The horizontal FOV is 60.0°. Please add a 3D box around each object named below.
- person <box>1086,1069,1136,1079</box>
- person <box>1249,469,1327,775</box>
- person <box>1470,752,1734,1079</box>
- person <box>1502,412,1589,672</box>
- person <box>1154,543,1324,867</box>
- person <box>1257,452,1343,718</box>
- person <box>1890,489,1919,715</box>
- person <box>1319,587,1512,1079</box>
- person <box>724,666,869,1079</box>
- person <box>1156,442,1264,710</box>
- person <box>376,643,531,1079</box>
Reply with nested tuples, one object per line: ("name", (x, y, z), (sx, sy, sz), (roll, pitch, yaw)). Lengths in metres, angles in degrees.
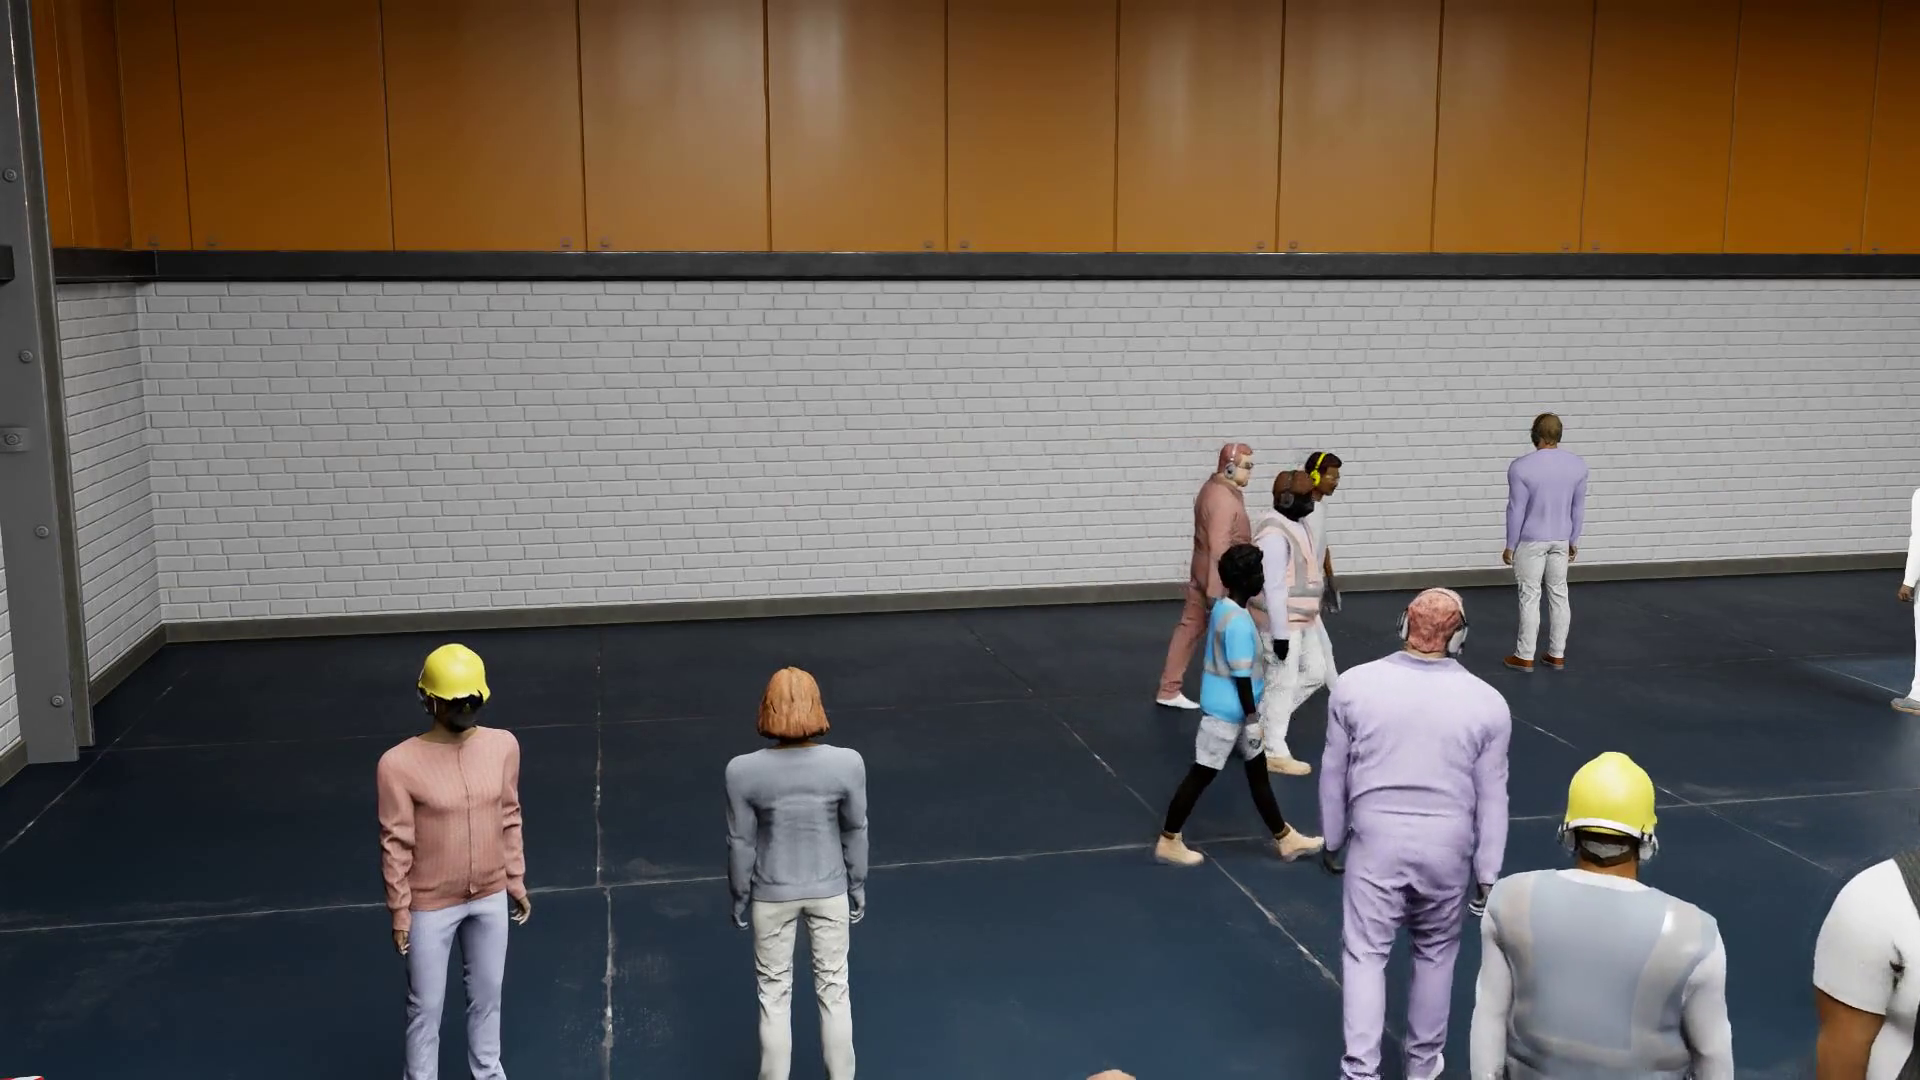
("person", (0.199, 1.706, 3.091), (0.604, 1.594, 0.536), (4, 10, 21))
("person", (1.943, 0.486, 9.860), (0.455, 1.827, 0.657), (4, 10, 24))
("person", (1.640, 1.426, 4.272), (0.611, 1.786, 0.922), (6, 11, 33))
("person", (4.330, 0.018, 12.380), (0.630, 1.940, 0.372), (-2, 10, -12))
("person", (1.389, 0.833, 8.262), (0.894, 1.644, 0.546), (1, 9, 5))
("person", (2.320, 0.338, 10.810), (0.992, 1.810, 0.531), (5, 11, 28))
("person", (6.577, 0.248, 11.149), (0.574, 1.882, 0.356), (-2, 10, -12))
("person", (1.593, 1.120, 5.901), (0.663, 1.871, 0.695), (3, 10, 17))
("person", (-0.565, 1.245, 5.819), (0.497, 1.636, 0.286), (-2, 10, -12))
("person", (1.807, 0.261, 11.193), (1.025, 1.839, 0.638), (-1, 9, -6))
("person", (-1.694, 1.213, 5.630), (0.315, 1.766, 0.523), (9, 13, 43))
